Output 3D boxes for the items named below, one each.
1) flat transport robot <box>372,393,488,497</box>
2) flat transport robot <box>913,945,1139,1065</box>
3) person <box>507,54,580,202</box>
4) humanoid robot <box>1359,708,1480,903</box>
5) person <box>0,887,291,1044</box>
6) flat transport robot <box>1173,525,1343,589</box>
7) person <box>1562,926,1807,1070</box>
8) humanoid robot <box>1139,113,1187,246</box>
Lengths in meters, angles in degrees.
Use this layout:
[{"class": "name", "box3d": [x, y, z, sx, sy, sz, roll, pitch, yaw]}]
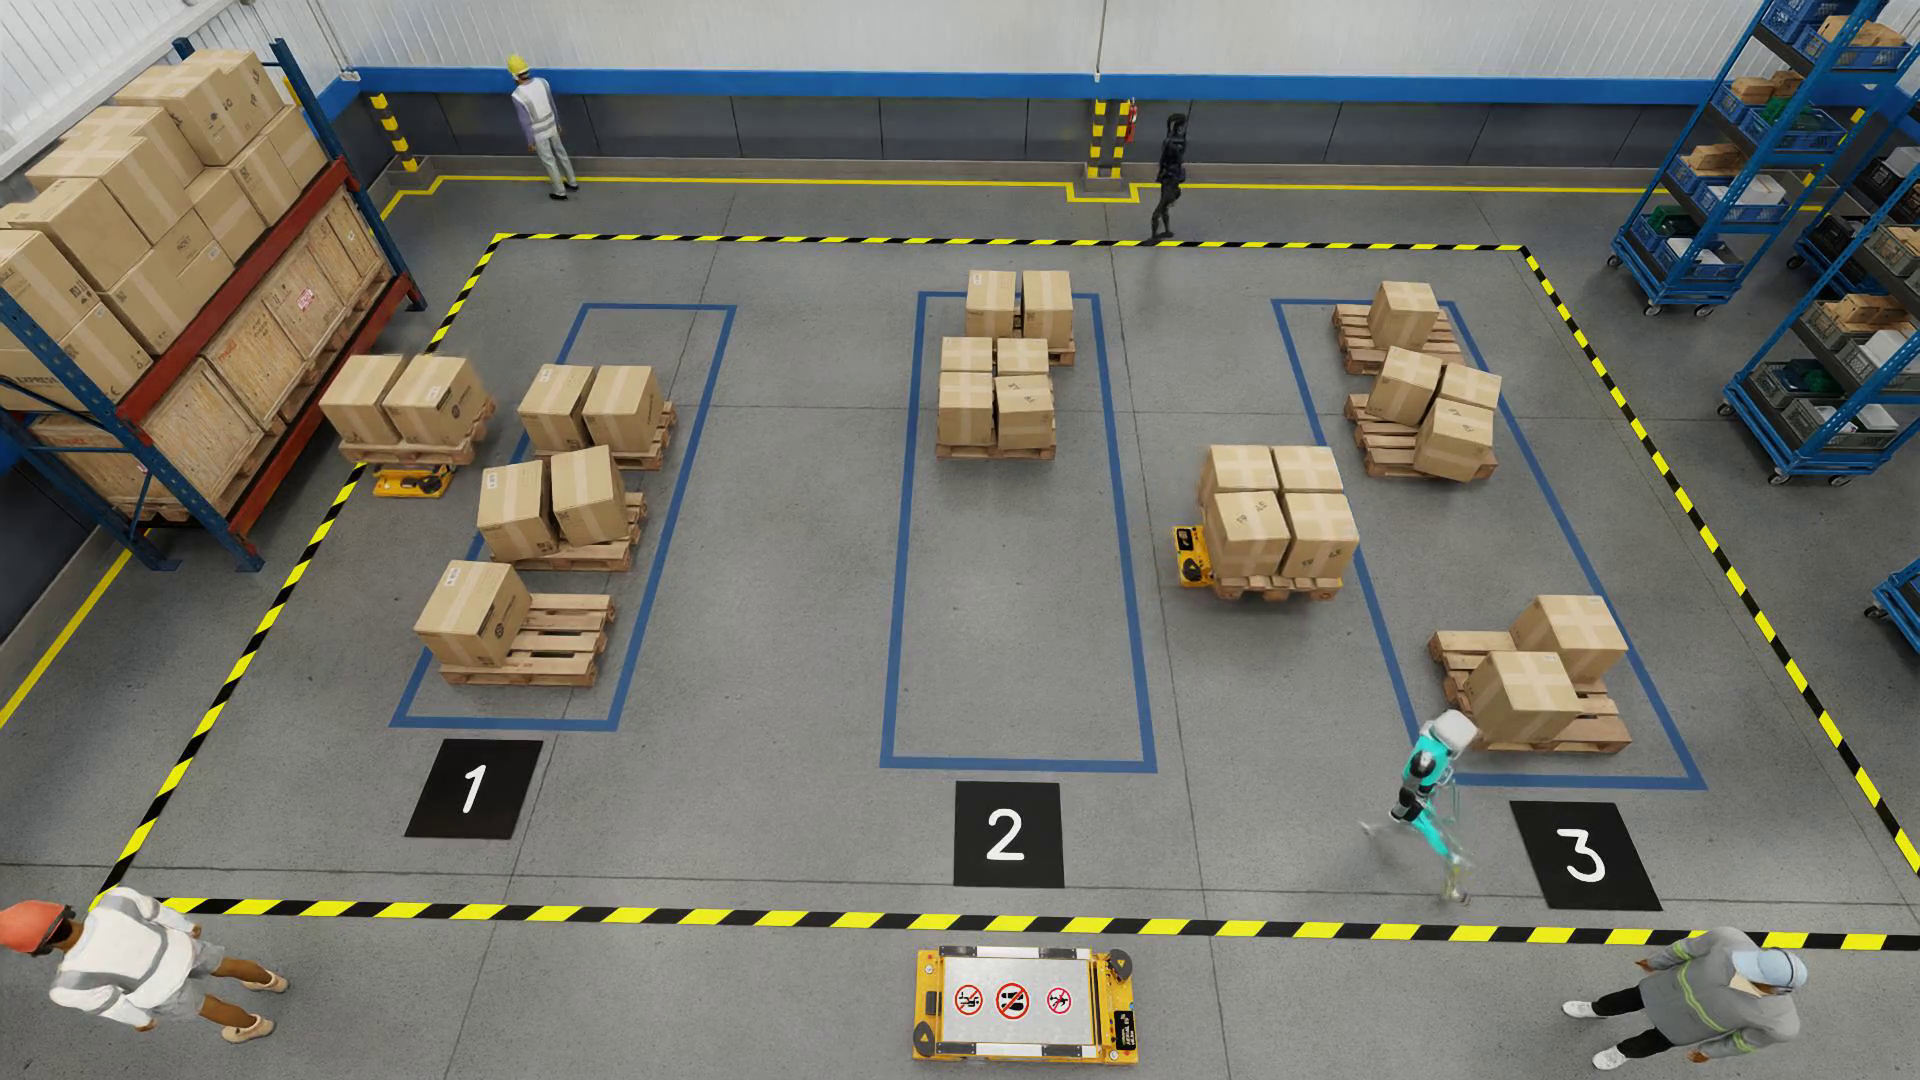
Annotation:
[{"class": "flat transport robot", "box3d": [-5.364, -1.024, 9.303, 0.652, 0.197, 1.431, 1, 51, 1]}, {"class": "flat transport robot", "box3d": [0.422, 3.041, 6.007, 1.431, 0.231, 0.659, 1, 51, 1]}, {"class": "person", "box3d": [-5.378, -5.268, 11.771, 0.404, 1.829, 0.599, 19, 53, 15]}, {"class": "humanoid robot", "box3d": [3.275, 1.845, 6.054, 0.979, 1.765, 0.556, 36, 59, 25]}, {"class": "person", "box3d": [-4.660, 2.499, 5.312, 0.387, 2.033, 0.604, -1, 51, -1]}, {"class": "flat transport robot", "box3d": [2.714, 0.123, 8.368, 1.431, 0.197, 0.652, 1, 51, 1]}, {"class": "person", "box3d": [4.172, 2.678, 5.284, 0.396, 1.848, 0.587, -7, 51, -5]}, {"class": "humanoid robot", "box3d": [2.517, -4.373, 11.145, 0.513, 1.638, 0.616, -7, 51, -6]}]
